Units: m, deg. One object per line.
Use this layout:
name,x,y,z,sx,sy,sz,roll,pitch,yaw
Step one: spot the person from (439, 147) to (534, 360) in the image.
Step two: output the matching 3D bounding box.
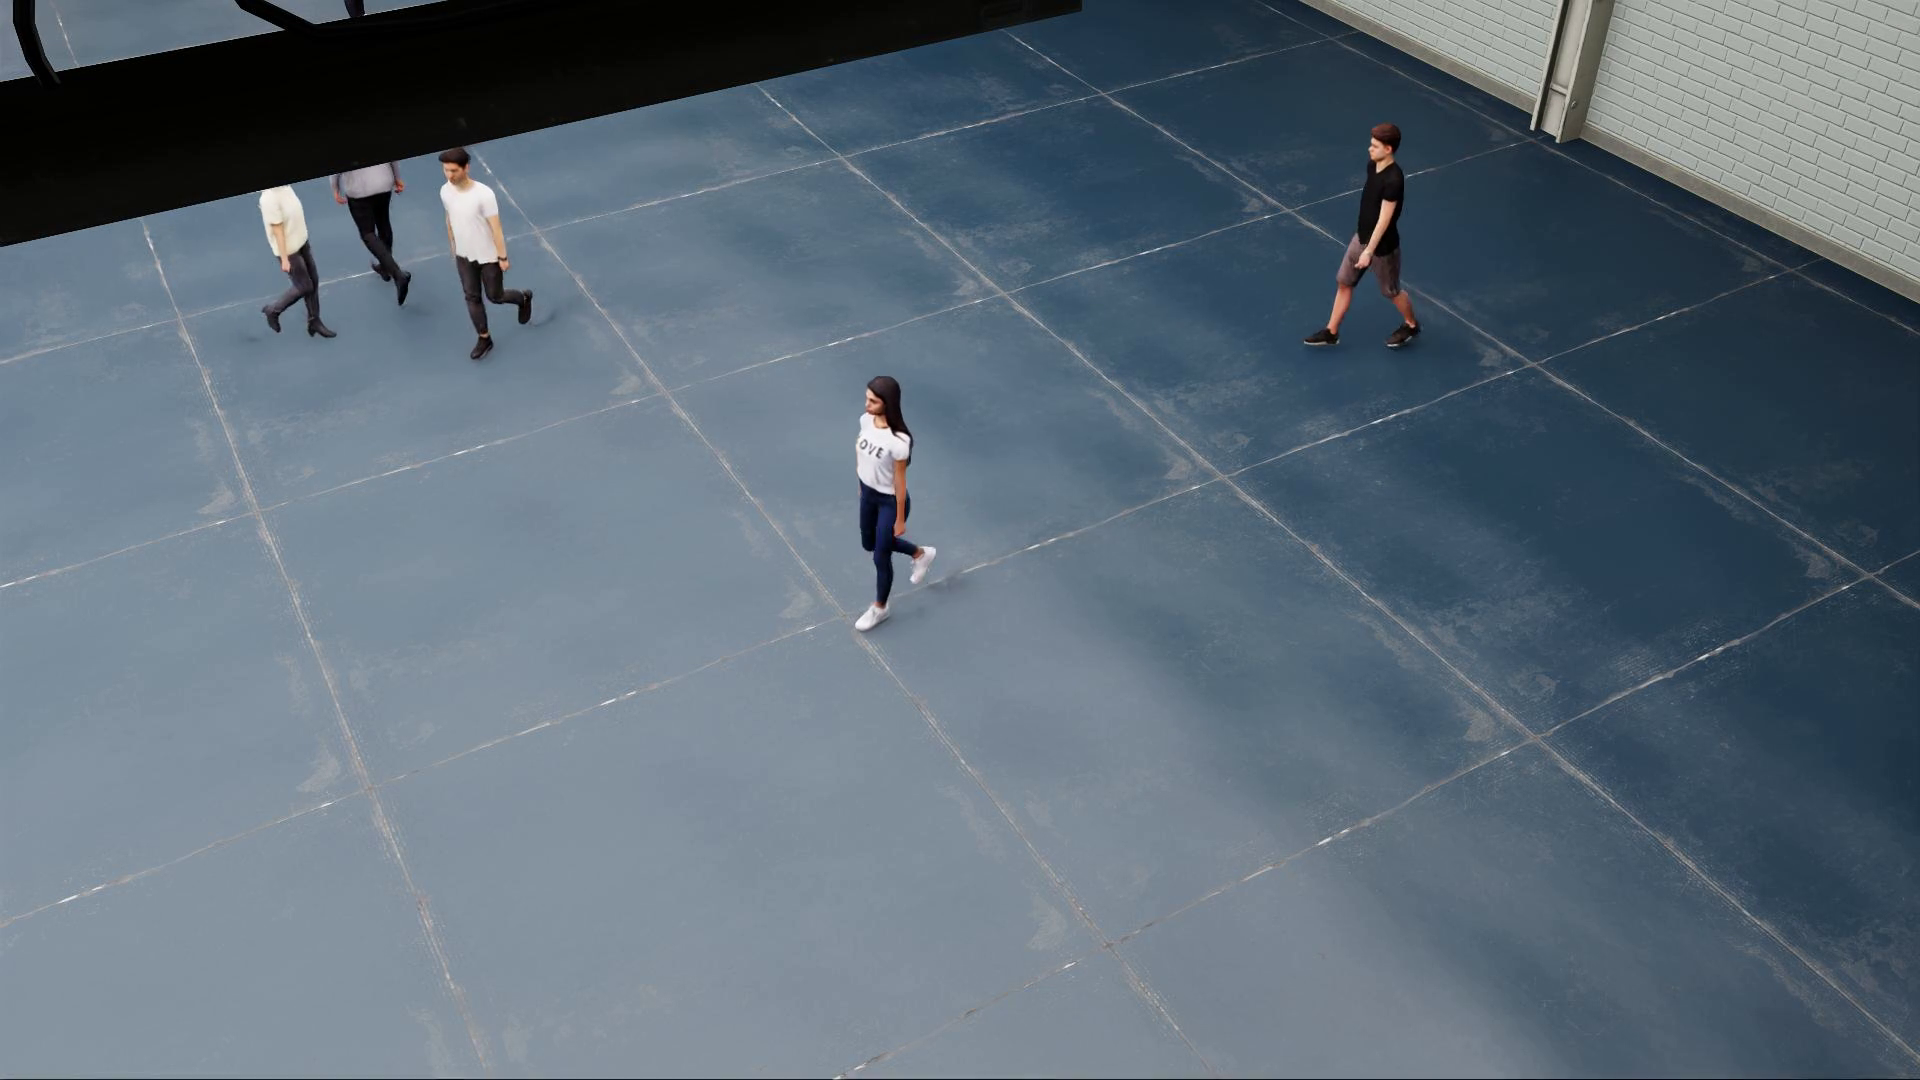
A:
person,-3.608,-2.232,12.658,0.998,1.699,1.021,15,41,19

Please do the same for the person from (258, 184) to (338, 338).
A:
person,-5.198,-2.236,12.765,0.850,1.573,0.816,3,38,4

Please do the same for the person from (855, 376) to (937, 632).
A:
person,-0.392,-0.249,10.076,0.735,1.757,0.879,-27,45,-30

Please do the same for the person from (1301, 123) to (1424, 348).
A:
person,3.254,-2.255,12.582,0.924,1.829,1.202,-10,39,-13
